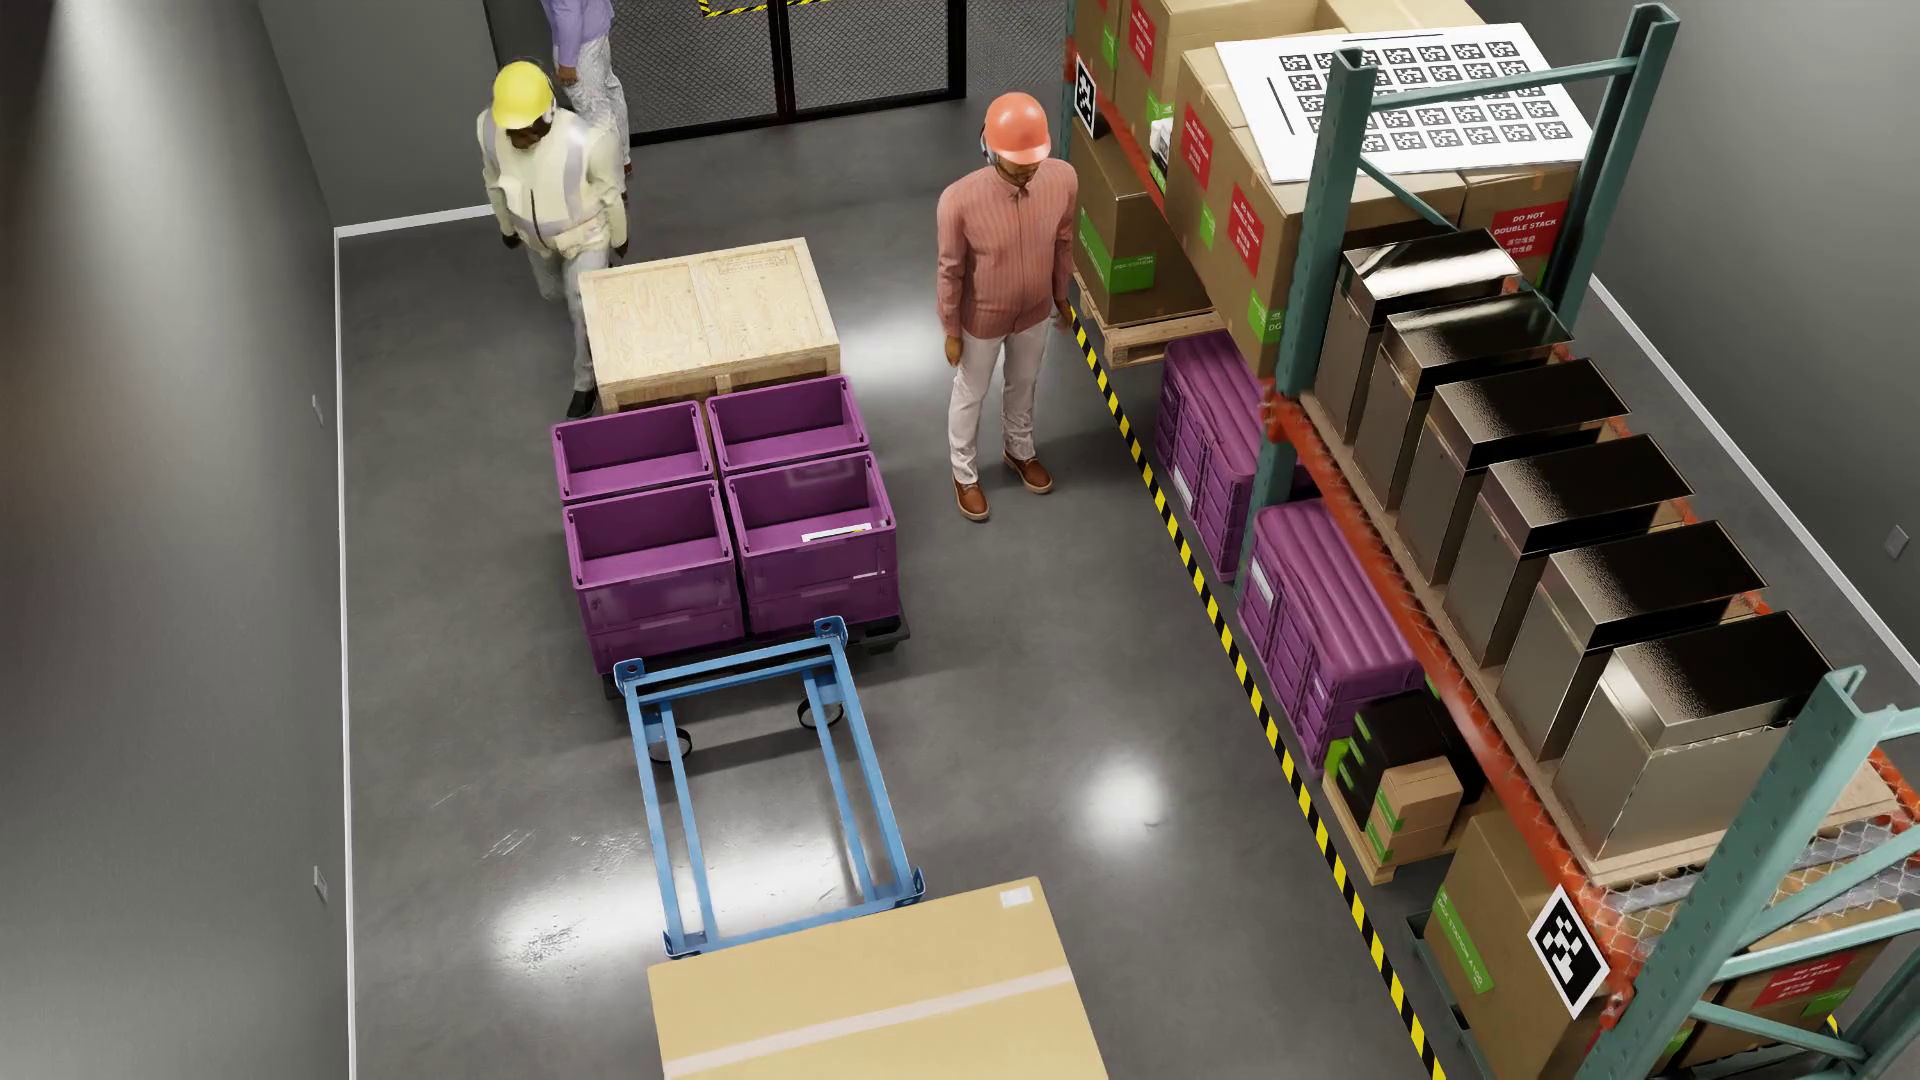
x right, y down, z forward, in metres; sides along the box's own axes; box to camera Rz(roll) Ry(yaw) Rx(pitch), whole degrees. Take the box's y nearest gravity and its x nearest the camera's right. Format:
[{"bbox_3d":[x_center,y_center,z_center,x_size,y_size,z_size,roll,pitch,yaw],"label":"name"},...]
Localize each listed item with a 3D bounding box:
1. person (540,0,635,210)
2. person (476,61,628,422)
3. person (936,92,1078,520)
[{"bbox_3d":[-1.889,-2.519,8.200,0.364,1.939,0.636,1,47,1],"label":"person"},{"bbox_3d":[-1.720,-1.428,7.305,0.608,1.791,0.774,11,48,10],"label":"person"},{"bbox_3d":[0.195,-0.925,6.698,0.612,1.996,0.389,-20,51,-18],"label":"person"}]
